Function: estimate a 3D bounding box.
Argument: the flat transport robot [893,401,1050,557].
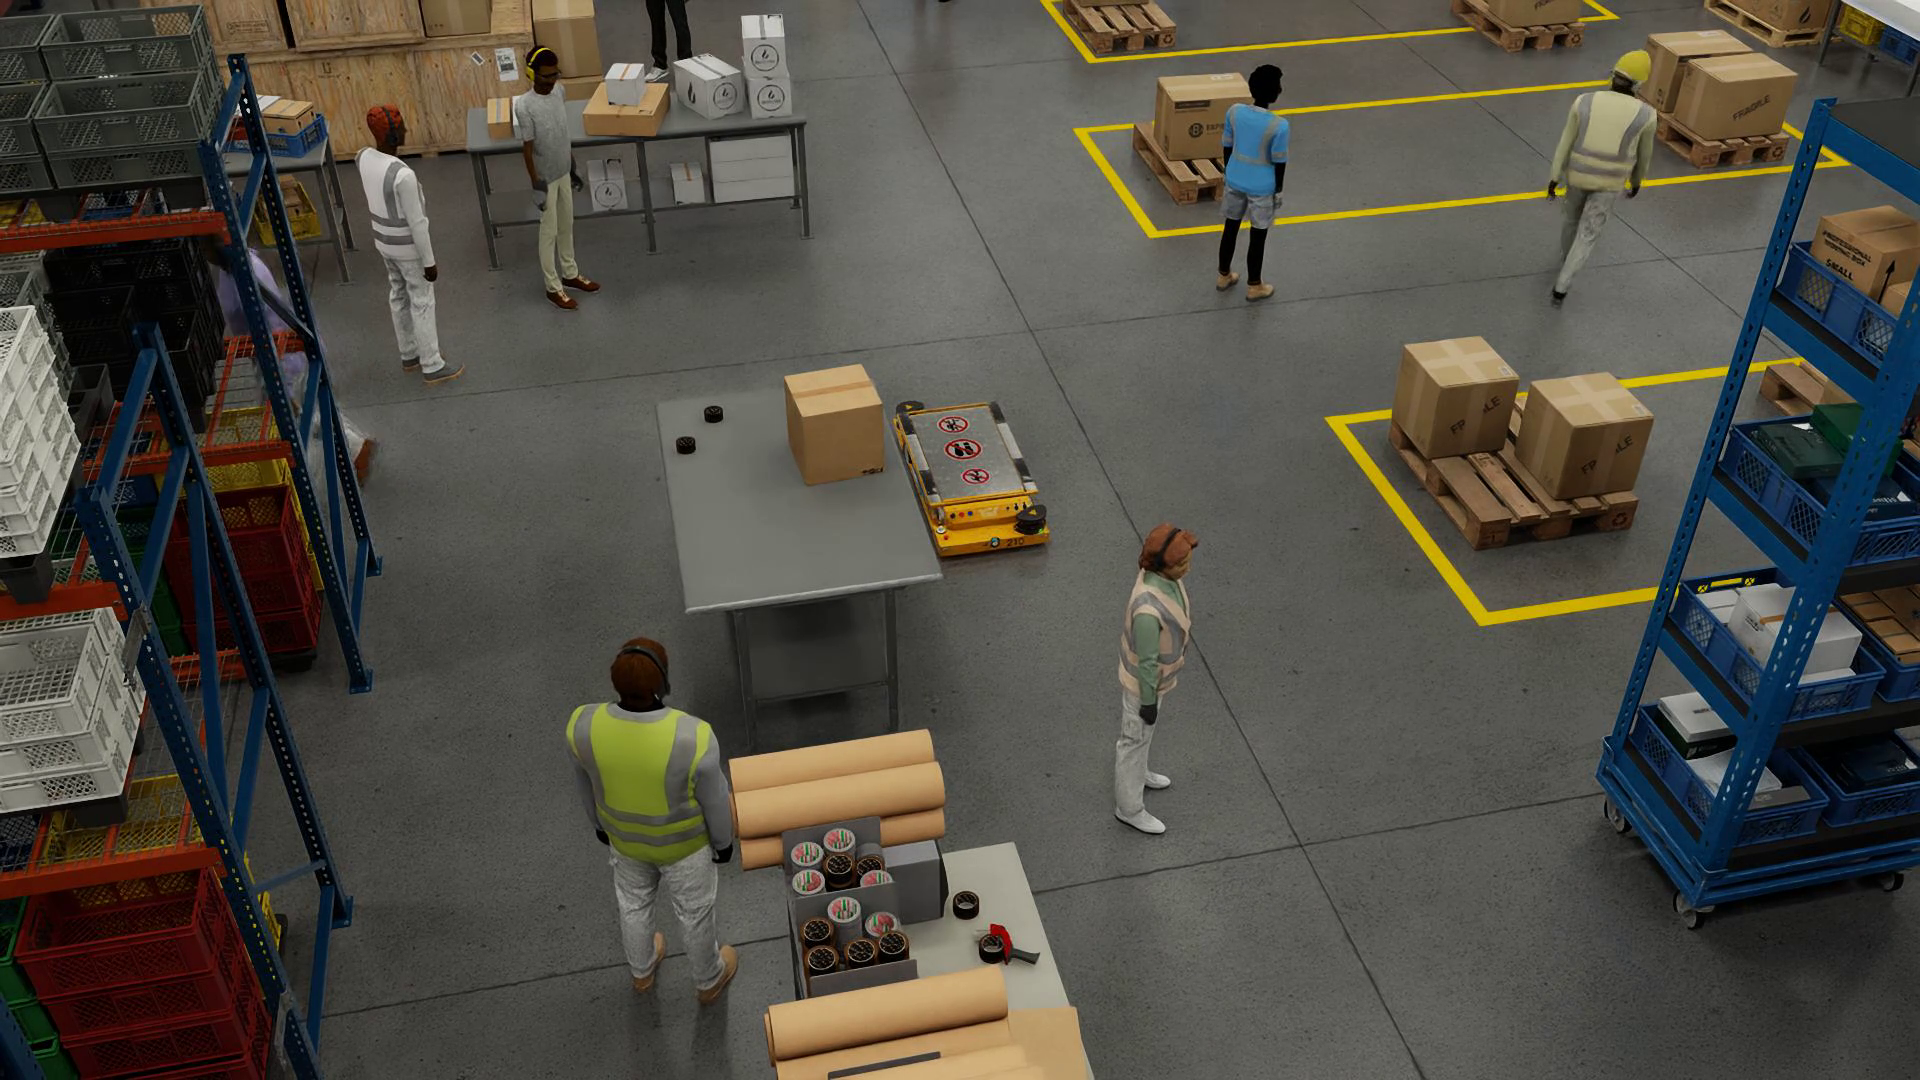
[{"bbox_3d":[0.046,-0.430,10.108,0.652,0.197,1.431,-8,37,-10],"label":"flat transport robot"}]

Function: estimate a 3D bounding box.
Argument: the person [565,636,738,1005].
[{"bbox_3d":[-1.200,1.151,6.689,0.629,1.836,0.430,7,37,9],"label":"person"}]

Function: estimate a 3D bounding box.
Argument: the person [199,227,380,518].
[{"bbox_3d":[-3.852,-1.005,9.533,0.776,1.903,0.688,-20,41,-24],"label":"person"}]

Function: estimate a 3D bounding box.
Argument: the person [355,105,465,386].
[{"bbox_3d":[-3.586,-1.896,10.745,0.579,1.877,0.344,29,45,33],"label":"person"}]

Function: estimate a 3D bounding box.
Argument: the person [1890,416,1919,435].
[{"bbox_3d":[4.219,0.107,7.962,0.401,1.983,0.623,9,38,12],"label":"person"}]

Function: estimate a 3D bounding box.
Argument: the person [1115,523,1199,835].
[{"bbox_3d":[0.871,0.613,7.568,0.312,1.638,0.512,8,37,10],"label":"person"}]

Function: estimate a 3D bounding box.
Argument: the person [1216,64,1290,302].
[{"bbox_3d":[2.058,-2.511,11.715,0.536,1.699,0.321,30,46,34],"label":"person"}]

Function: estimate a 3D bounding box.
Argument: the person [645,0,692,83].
[{"bbox_3d":[-2.672,-5.075,14.987,0.587,1.913,0.391,12,38,15],"label":"person"}]

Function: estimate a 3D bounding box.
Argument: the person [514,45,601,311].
[{"bbox_3d":[-2.823,-2.536,11.615,0.331,1.865,0.519,15,39,20],"label":"person"}]

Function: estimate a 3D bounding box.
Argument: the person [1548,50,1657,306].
[{"bbox_3d":[4.532,-2.593,11.765,0.609,1.773,0.938,20,41,25],"label":"person"}]

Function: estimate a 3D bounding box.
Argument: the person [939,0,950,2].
[{"bbox_3d":[-0.267,-6.447,16.836,0.651,1.906,0.403,16,39,20],"label":"person"}]
